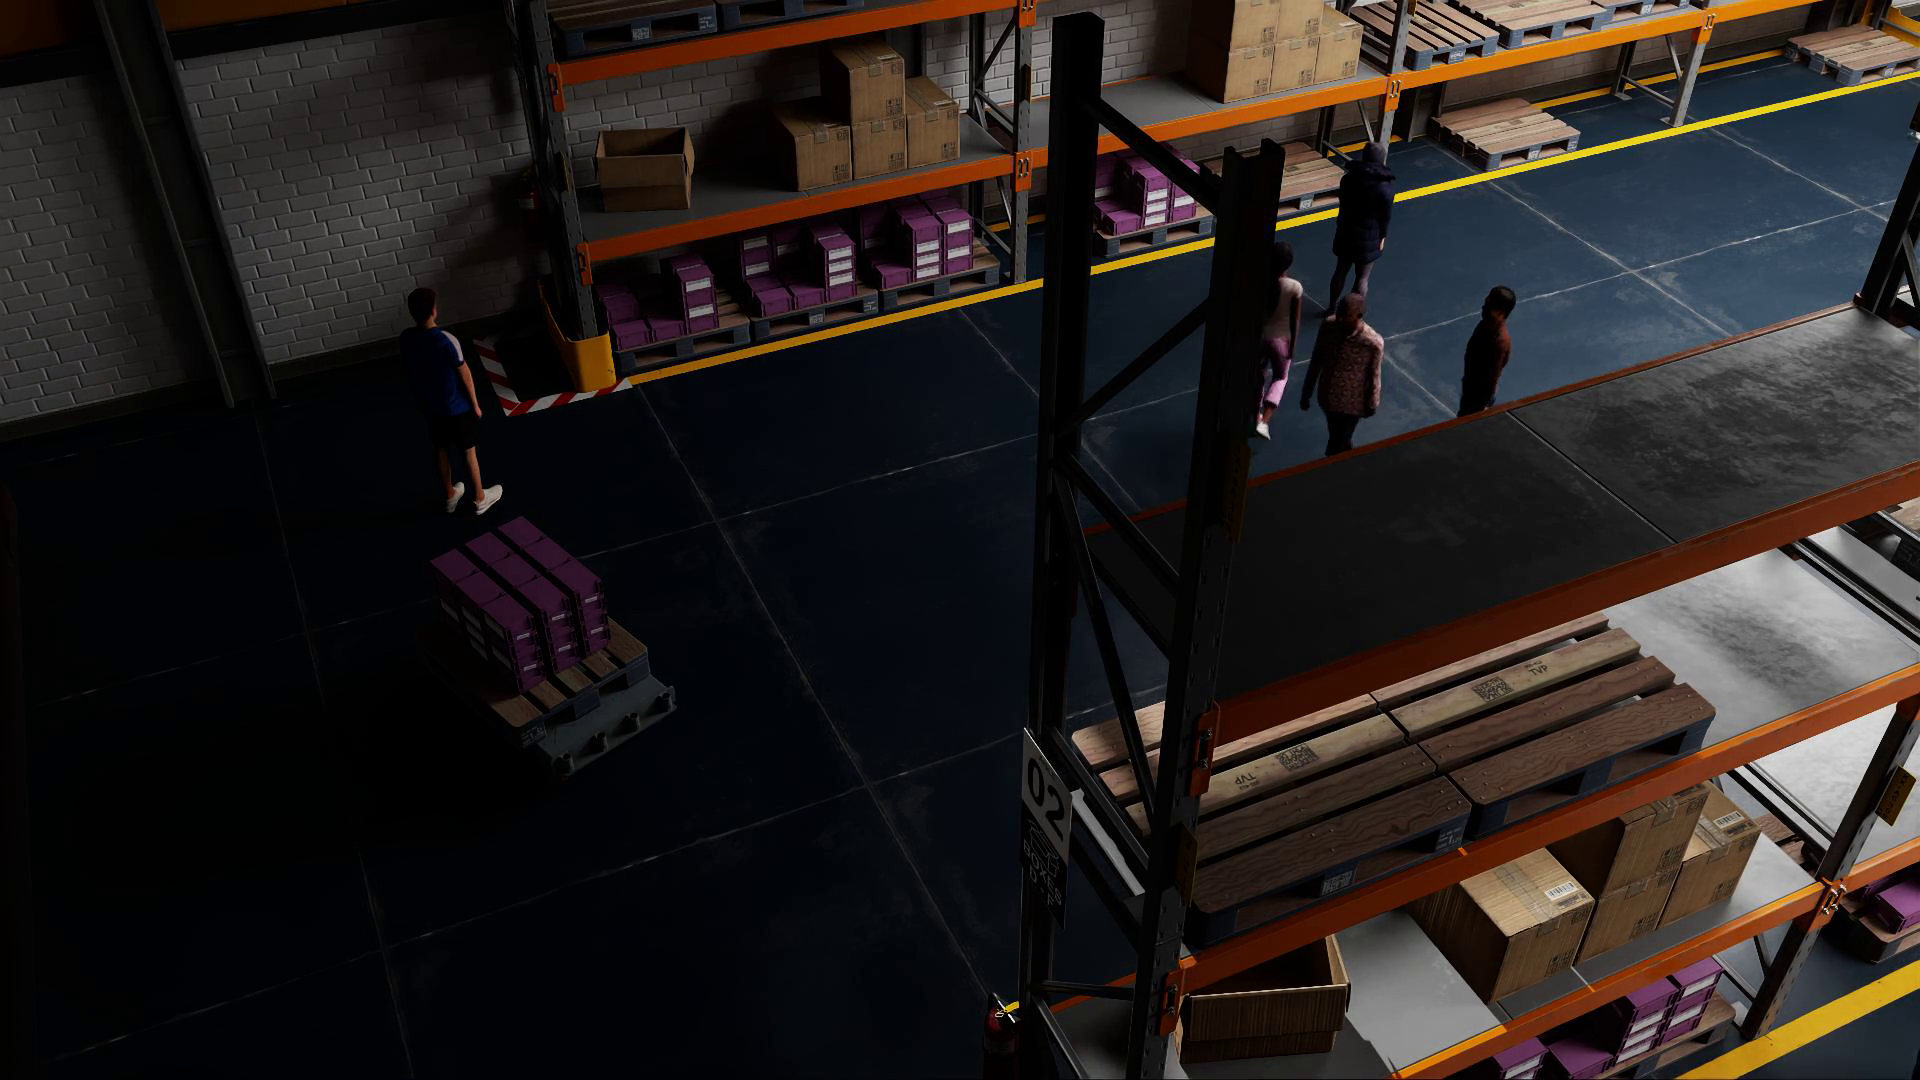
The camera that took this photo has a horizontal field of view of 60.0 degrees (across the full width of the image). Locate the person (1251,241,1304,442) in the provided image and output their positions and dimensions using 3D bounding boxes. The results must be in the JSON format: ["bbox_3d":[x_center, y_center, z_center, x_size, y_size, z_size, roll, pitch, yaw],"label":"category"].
[{"bbox_3d":[2.381,-1.499,12.939,0.845,1.728,0.918,15,41,18],"label":"person"}]

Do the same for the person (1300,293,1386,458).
[{"bbox_3d":[2.895,-1.089,12.404,0.935,1.756,1.239,30,48,32],"label":"person"}]

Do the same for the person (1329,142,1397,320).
[{"bbox_3d":[3.468,-2.666,14.444,0.771,1.674,0.791,26,46,29],"label":"person"}]

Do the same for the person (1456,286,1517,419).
[{"bbox_3d":[3.952,-1.095,12.409,1.146,1.759,0.973,2,39,3],"label":"person"}]

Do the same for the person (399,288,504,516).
[{"bbox_3d":[-3.790,-1.011,12.218,0.712,1.866,0.808,6,39,8],"label":"person"}]
